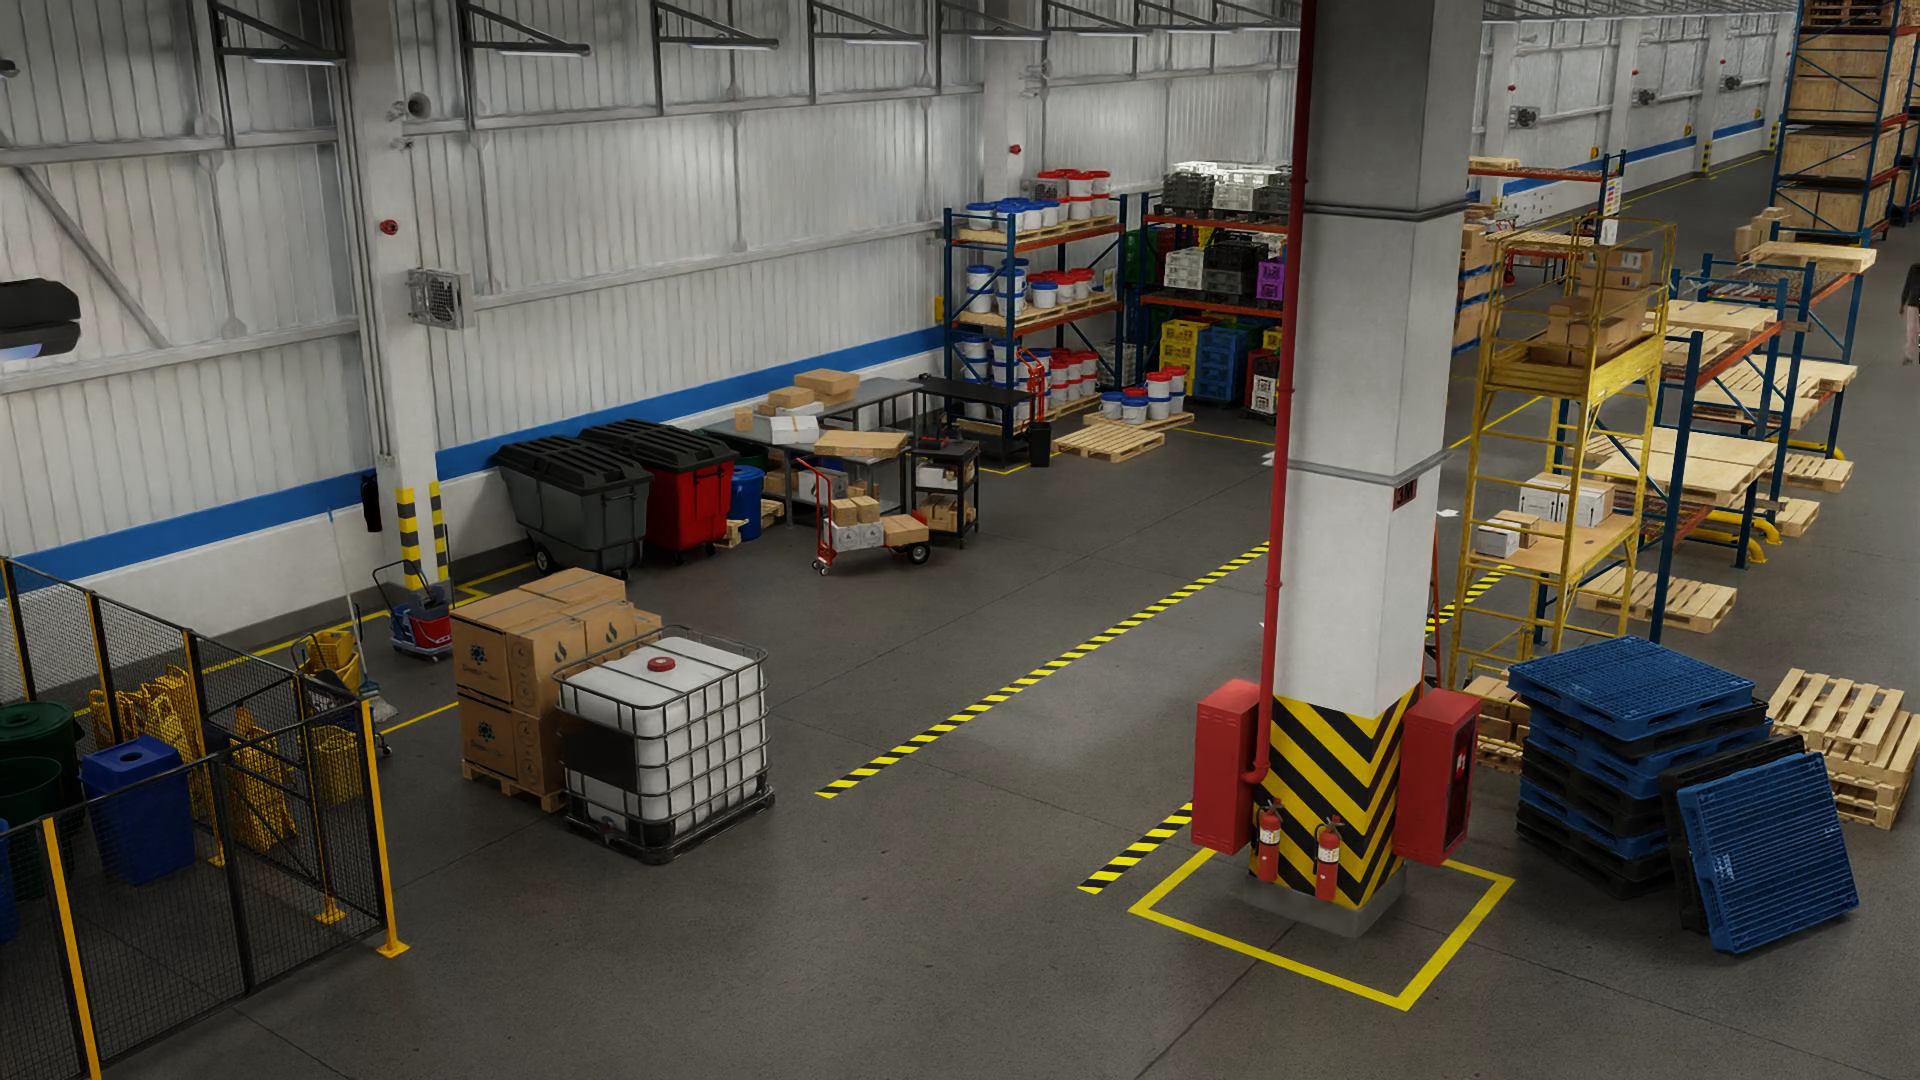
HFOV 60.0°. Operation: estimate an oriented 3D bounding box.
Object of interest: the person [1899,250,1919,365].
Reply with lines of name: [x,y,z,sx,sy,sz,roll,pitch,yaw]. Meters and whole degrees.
person: [15.319,-3.756,26.544,0.440,1.974,0.643,-10,21,-28]
